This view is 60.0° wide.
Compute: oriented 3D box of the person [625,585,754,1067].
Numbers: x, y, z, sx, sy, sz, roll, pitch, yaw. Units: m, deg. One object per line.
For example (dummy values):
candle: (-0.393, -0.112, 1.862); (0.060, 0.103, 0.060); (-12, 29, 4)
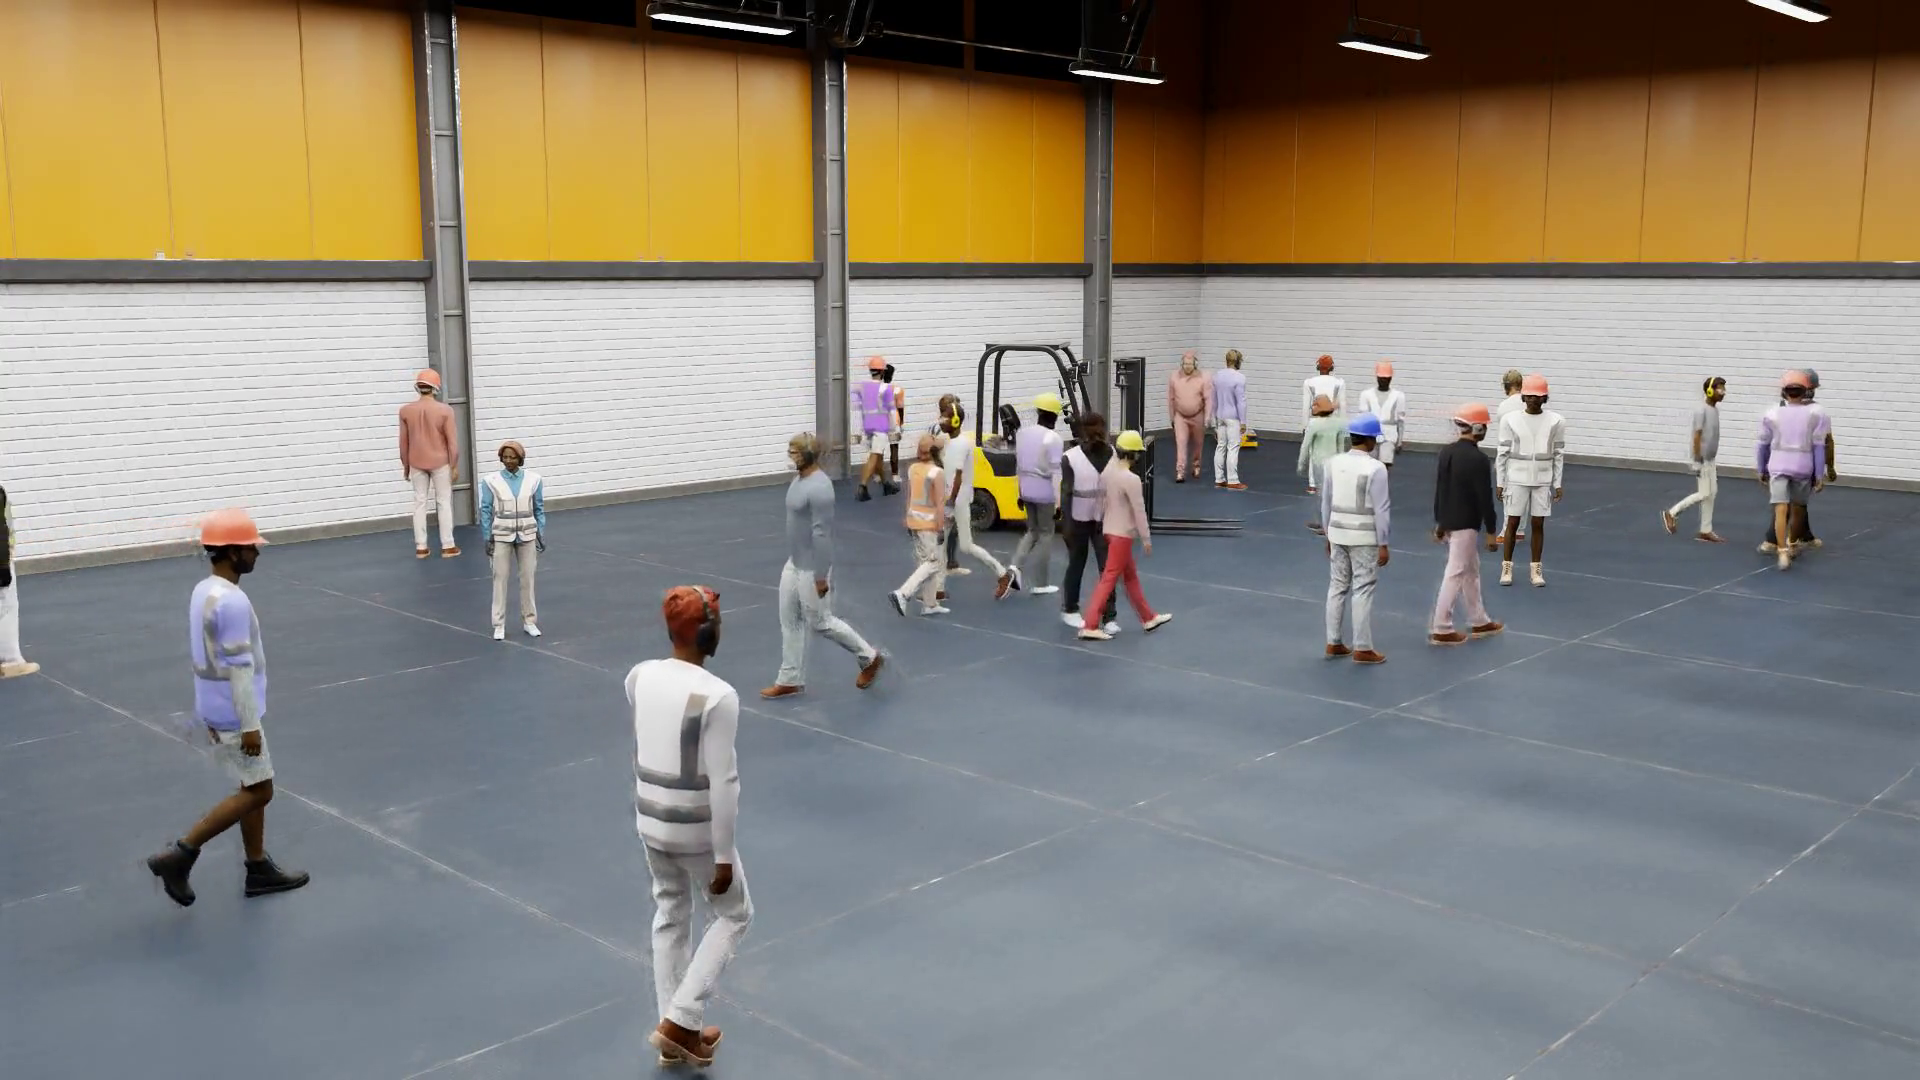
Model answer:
person: (-1.016, 1.092, 6.279); (0.577, 1.871, 0.418); (7, 11, 35)

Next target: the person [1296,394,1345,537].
person: (4.069, -0.858, 18.981); (0.535, 1.602, 0.719); (-5, 10, -27)

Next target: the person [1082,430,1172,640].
person: (1.382, -0.040, 13.661); (0.902, 1.715, 0.557); (-4, 10, -21)

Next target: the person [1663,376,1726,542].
person: (8.258, -0.901, 18.539); (0.538, 1.851, 0.581); (-8, 12, -42)

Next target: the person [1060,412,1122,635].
person: (1.099, -0.125, 13.795); (0.617, 1.843, 0.943); (-3, 10, -20)

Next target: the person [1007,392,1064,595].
person: (0.718, -0.420, 15.412); (0.503, 1.902, 0.612); (-9, 13, -43)

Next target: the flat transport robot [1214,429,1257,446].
flat transport robot: (4.768, -1.790, 28.814); (0.652, 0.197, 1.431); (1, 9, 5)

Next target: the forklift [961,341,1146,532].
forklift: (0.977, -1.223, 19.452); (2.313, 2.155, 1.214); (2, 9, 11)

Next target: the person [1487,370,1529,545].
person: (6.067, -0.901, 18.277); (0.627, 1.934, 0.370); (-9, 13, -44)

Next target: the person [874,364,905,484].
person: (-1.036, -1.638, 23.550); (0.539, 1.695, 0.319); (3, 10, 17)

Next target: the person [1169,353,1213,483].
person: (3.309, -1.755, 23.836); (0.650, 1.850, 1.030); (3, 10, 15)

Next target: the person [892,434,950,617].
person: (-0.340, -0.109, 14.405); (0.592, 1.619, 0.521); (-6, 11, -34)

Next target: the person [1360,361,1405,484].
person: (5.248, -1.283, 20.700); (0.550, 1.914, 0.875); (4, 10, 22)

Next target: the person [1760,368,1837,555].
person: (8.930, -0.863, 17.714); (1.027, 2.000, 0.688); (-4, 10, -22)

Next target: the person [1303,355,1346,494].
person: (4.907, -1.553, 22.429); (0.575, 1.883, 0.352); (2, 9, 12)

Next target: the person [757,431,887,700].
person: (-0.985, 0.178, 11.738); (0.855, 1.916, 0.635); (-4, 10, -21)

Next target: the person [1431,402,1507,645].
person: (4.195, -0.126, 13.408); (0.864, 1.965, 0.652); (-2, 9, -11)

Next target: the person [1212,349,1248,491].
person: (3.714, -1.644, 22.820); (0.355, 1.936, 0.636); (-5, 11, -29)

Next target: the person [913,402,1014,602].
person: (0.042, -0.338, 15.151); (0.856, 1.839, 0.515); (-3, 10, -17)

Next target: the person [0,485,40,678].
person: (-7.214, 0.154, 12.160); (0.636, 1.822, 0.716); (4, 10, 25)

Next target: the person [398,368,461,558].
person: (-5.564, -0.805, 17.498); (0.622, 1.992, 0.396); (0, 9, 1)

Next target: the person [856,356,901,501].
person: (-1.109, -1.472, 21.946); (0.545, 1.892, 1.012); (7, 11, 35)

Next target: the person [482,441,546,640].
person: (-3.661, -0.002, 13.676); (0.514, 1.636, 0.315); (-5, 10, -26)

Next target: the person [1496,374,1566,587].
person: (5.440, -0.562, 15.868); (0.614, 2.039, 0.390); (2, 9, 10)

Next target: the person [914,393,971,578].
person: (-0.172, -0.514, 16.247); (0.533, 1.824, 0.551); (-4, 10, -25)

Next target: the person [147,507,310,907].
person: (-3.496, 0.802, 7.861); (0.643, 1.920, 0.551); (-6, 11, -34)

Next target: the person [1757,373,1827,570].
person: (8.493, -0.716, 17.013); (0.625, 1.969, 1.093); (4, 10, 24)

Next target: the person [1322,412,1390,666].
person: (3.056, -0.014, 12.794); (0.404, 1.945, 0.614); (-6, 11, -33)
